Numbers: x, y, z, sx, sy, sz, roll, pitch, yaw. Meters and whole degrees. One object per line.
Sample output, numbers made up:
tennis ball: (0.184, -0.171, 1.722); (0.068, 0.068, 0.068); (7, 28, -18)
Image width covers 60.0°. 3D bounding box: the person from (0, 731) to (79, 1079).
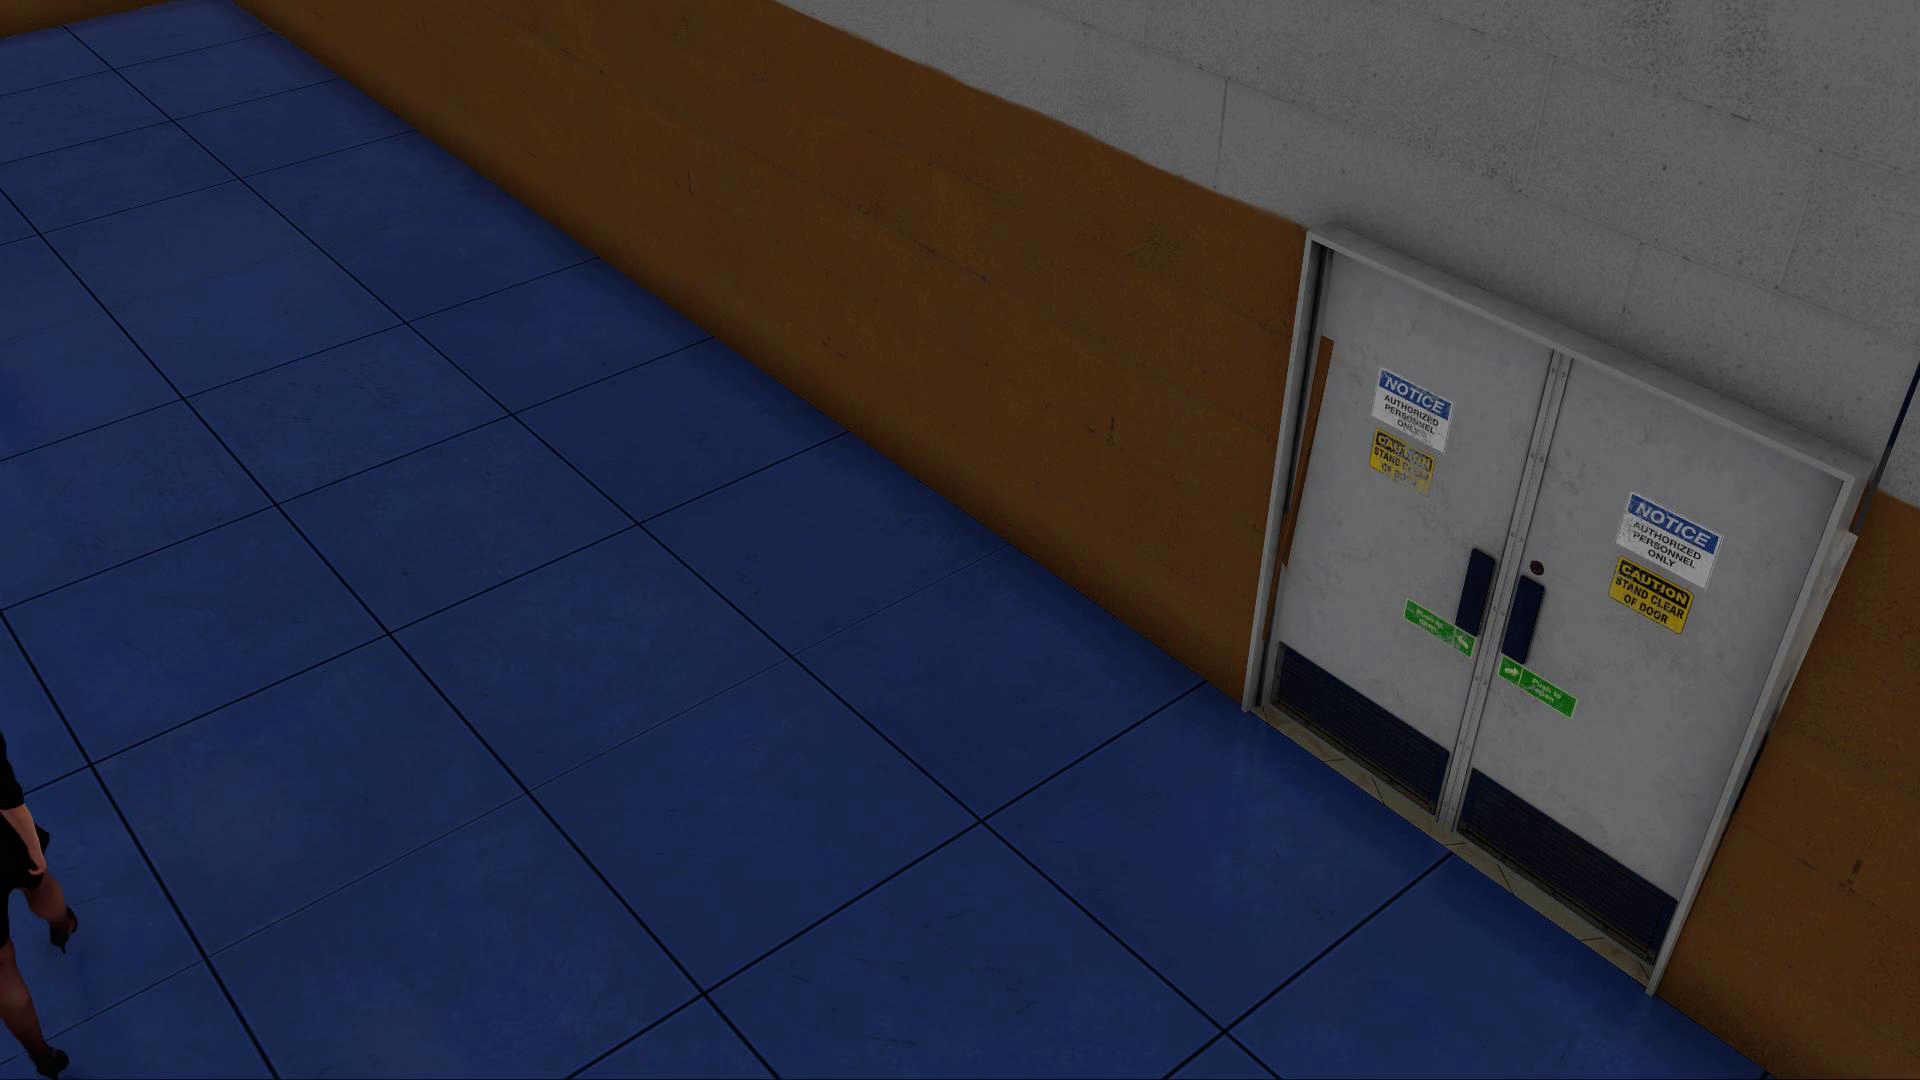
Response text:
person: (-3.193, 1.109, 5.404); (1.064, 1.655, 0.857); (-15, 39, -18)
